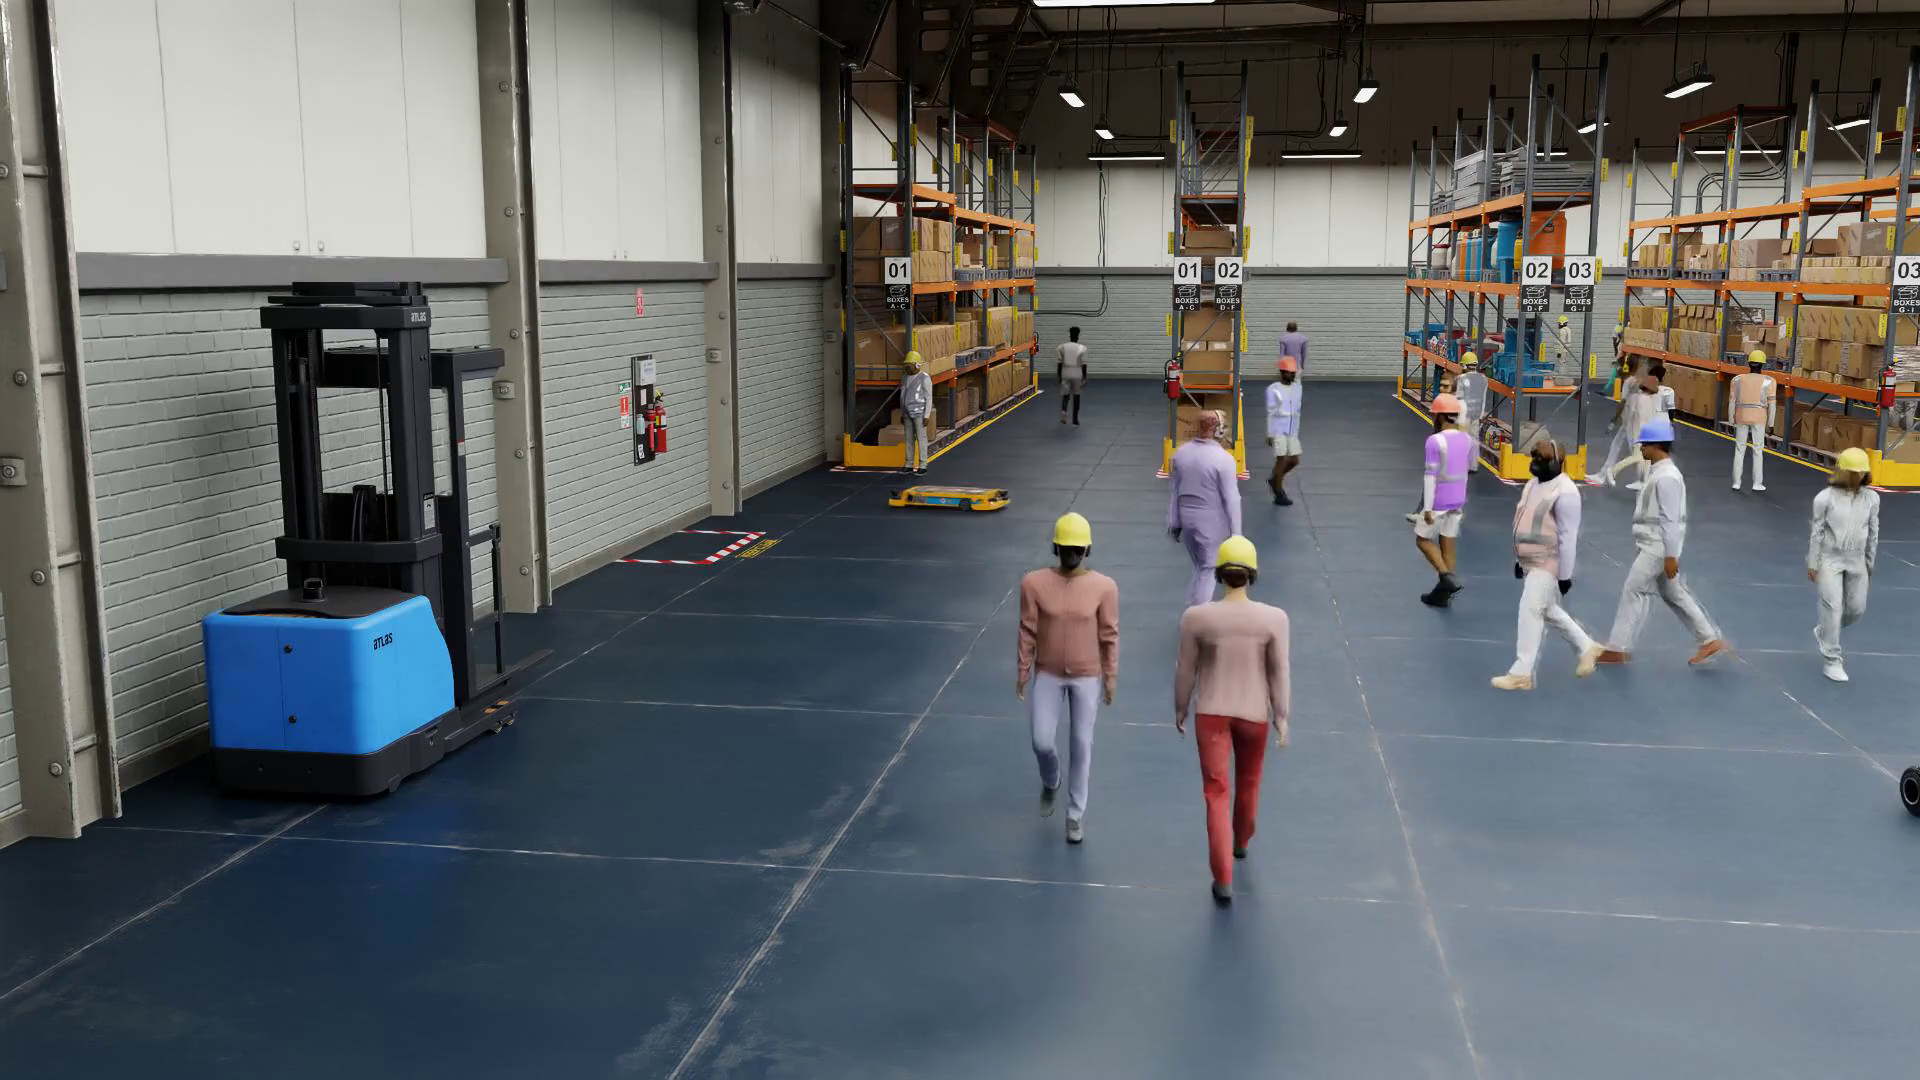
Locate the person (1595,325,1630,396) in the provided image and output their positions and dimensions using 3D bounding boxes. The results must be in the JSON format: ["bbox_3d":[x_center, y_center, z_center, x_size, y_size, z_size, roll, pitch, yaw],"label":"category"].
[{"bbox_3d":[15.639,-4.228,39.456,0.935,1.710,0.529,1,9,3],"label":"person"}]

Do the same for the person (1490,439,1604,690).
[{"bbox_3d":[4.305,0.165,12.038,0.824,1.819,0.617,0,9,-2],"label":"person"}]

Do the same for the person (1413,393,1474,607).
[{"bbox_3d":[4.344,-0.351,14.885,0.551,1.921,0.449,-5,10,-27],"label":"person"}]

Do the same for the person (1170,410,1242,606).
[{"bbox_3d":[2.056,-0.120,13.569,0.558,1.885,0.683,-7,11,-36],"label":"person"}]

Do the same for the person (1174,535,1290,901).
[{"bbox_3d":[1.326,0.828,8.185,0.548,1.724,0.852,1,9,5],"label":"person"}]

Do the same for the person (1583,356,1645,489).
[{"bbox_3d":[9.140,-1.626,23.038,0.930,1.822,0.533,4,10,25],"label":"person"}]

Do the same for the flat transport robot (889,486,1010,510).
[{"bbox_3d":[-0.131,-0.549,21.326,1.431,0.197,0.652,3,10,19],"label":"flat transport robot"}]

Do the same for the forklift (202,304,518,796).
[{"bbox_3d":[-3.673,-0.038,10.147,1.129,2.768,1.873,1,9,9],"label":"forklift"}]

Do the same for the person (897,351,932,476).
[{"bbox_3d":[-0.673,-1.855,24.482,0.592,1.821,0.404,9,13,44],"label":"person"}]

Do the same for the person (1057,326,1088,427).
[{"bbox_3d":[2.154,-3.149,32.041,0.623,1.953,0.509,3,10,18],"label":"person"}]

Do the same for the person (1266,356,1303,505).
[{"bbox_3d":[4.168,-1.420,21.511,0.546,1.923,0.520,-5,10,-26],"label":"person"}]

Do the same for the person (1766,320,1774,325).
[{"bbox_3d":[16.837,-3.599,34.696,0.624,2.013,0.879,2,9,13],"label":"person"}]

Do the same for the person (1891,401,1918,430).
[{"bbox_3d":[16.536,-2.652,29.019,0.402,1.944,0.605,-3,10,-18],"label":"person"}]

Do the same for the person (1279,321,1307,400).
[{"bbox_3d":[7.362,-3.885,36.762,0.631,1.912,0.867,0,9,0],"label":"person"}]

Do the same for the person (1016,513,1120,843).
[{"bbox_3d":[0.572,0.714,8.822,0.549,1.752,0.407,1,9,5],"label":"person"}]

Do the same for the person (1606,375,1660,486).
[{"bbox_3d":[9.256,-1.456,22.709,0.693,1.607,0.498,8,12,39],"label":"person"}]

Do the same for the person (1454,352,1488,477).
[{"bbox_3d":[7.388,-1.822,24.241,0.601,1.830,0.404,-5,10,-28],"label":"person"}]

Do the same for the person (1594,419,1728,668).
[{"bbox_3d":[5.340,0.035,12.591,1.001,1.907,0.617,3,10,20],"label":"person"}]

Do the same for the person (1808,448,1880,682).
[{"bbox_3d":[6.543,0.151,12.404,0.491,1.729,0.571,0,9,0],"label":"person"}]

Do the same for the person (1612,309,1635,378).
[{"bbox_3d":[16.802,-4.761,41.860,0.684,2.000,0.538,8,12,42],"label":"person"}]

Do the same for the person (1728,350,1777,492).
[{"bbox_3d":[10.845,-1.633,22.786,0.593,1.924,0.381,6,11,34],"label":"person"}]

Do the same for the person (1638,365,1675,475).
[{"bbox_3d":[9.697,-1.589,23.221,0.529,1.697,0.321,7,11,35],"label":"person"}]

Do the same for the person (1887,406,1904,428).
[{"bbox_3d":[17.527,-2.947,31.095,0.583,1.864,0.712,0,9,0],"label":"person"}]

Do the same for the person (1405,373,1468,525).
[{"bbox_3d":[5.645,-1.049,19.536,0.894,1.806,0.548,-6,11,-32],"label":"person"}]

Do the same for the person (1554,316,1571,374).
[{"bbox_3d":[15.781,-4.960,43.598,0.403,1.830,0.599,6,11,34],"label":"person"}]
